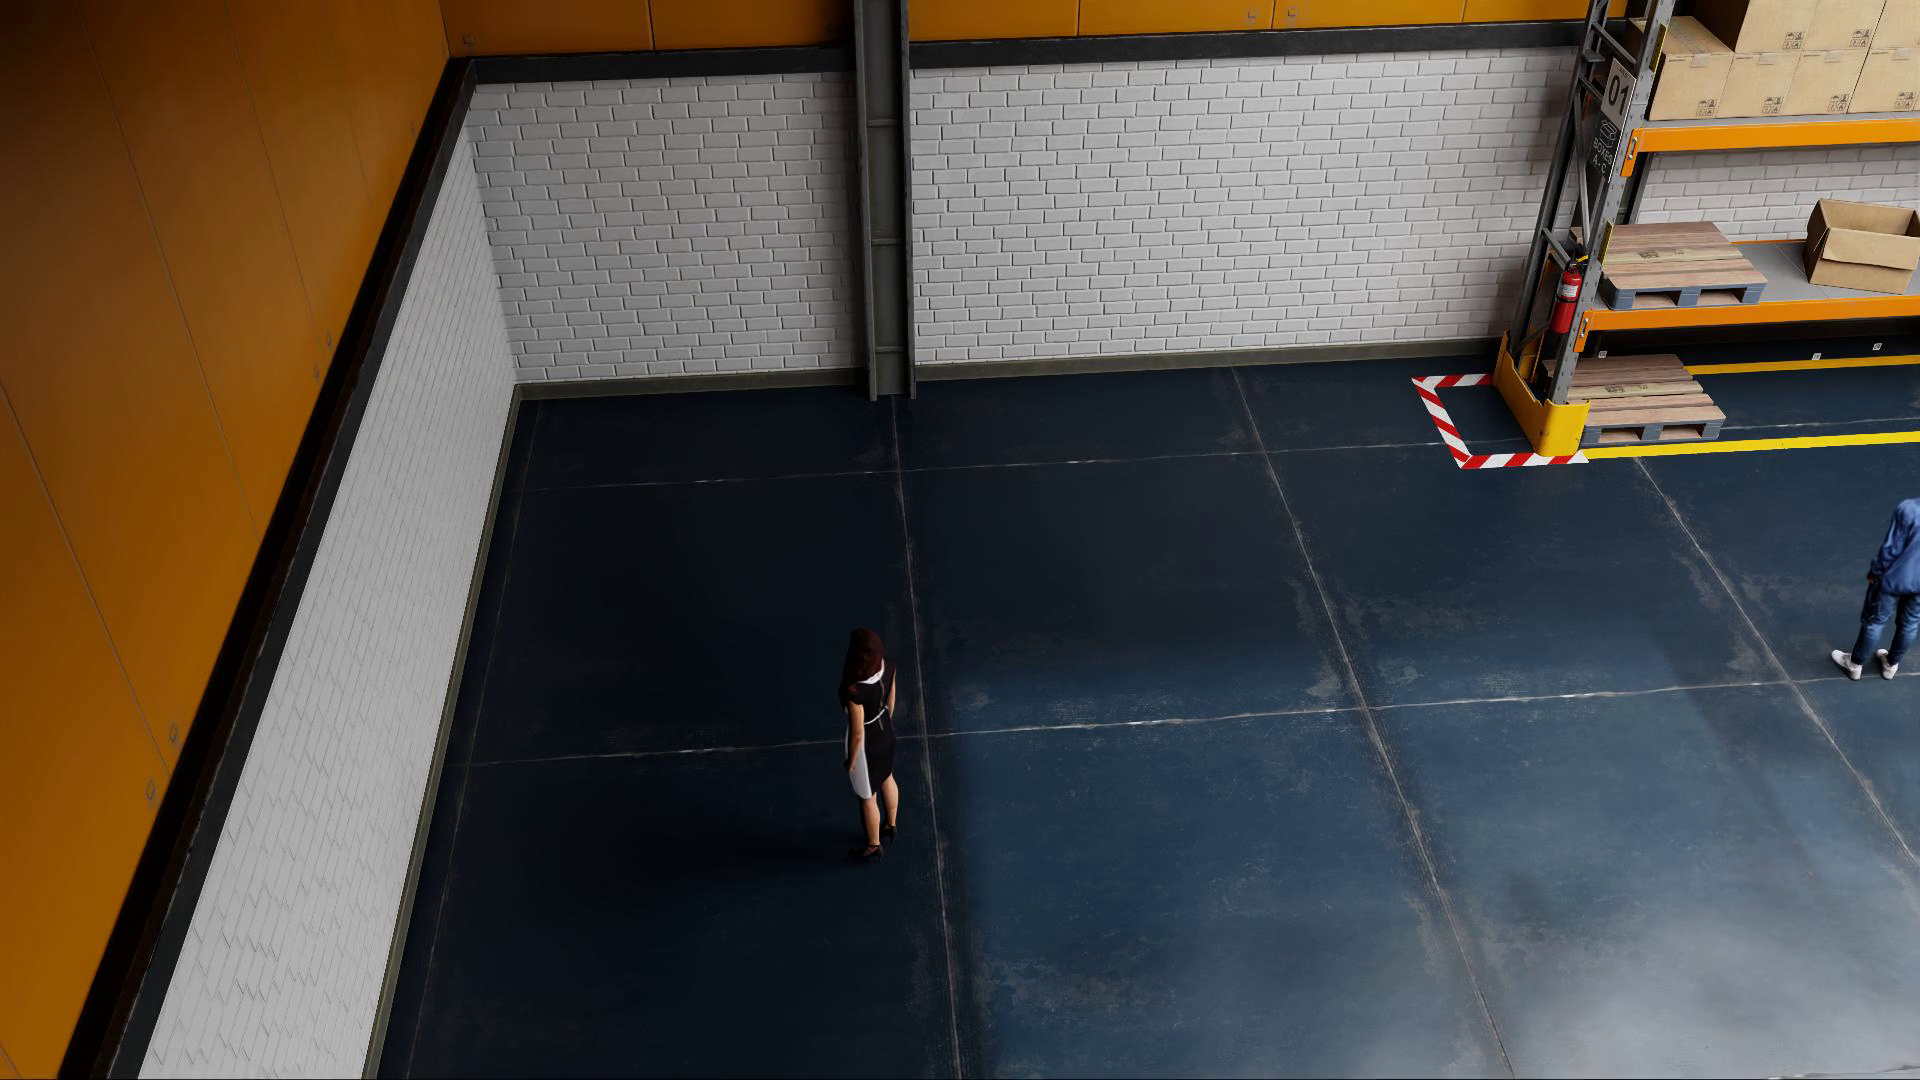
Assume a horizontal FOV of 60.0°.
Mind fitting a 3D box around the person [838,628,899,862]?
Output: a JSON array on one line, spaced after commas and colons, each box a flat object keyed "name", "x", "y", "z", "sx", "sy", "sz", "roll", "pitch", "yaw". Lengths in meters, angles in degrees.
[{"name": "person", "x": -0.520, "y": 1.207, "z": 9.771, "sx": 0.676, "sy": 1.796, "sz": 0.644, "roll": 22, "pitch": 44, "yaw": 25}]

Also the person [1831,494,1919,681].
[{"name": "person", "x": 6.296, "y": 0.191, "z": 11.031, "sx": 0.532, "sy": 1.811, "sz": 0.754, "roll": 1, "pitch": 39, "yaw": 2}]
